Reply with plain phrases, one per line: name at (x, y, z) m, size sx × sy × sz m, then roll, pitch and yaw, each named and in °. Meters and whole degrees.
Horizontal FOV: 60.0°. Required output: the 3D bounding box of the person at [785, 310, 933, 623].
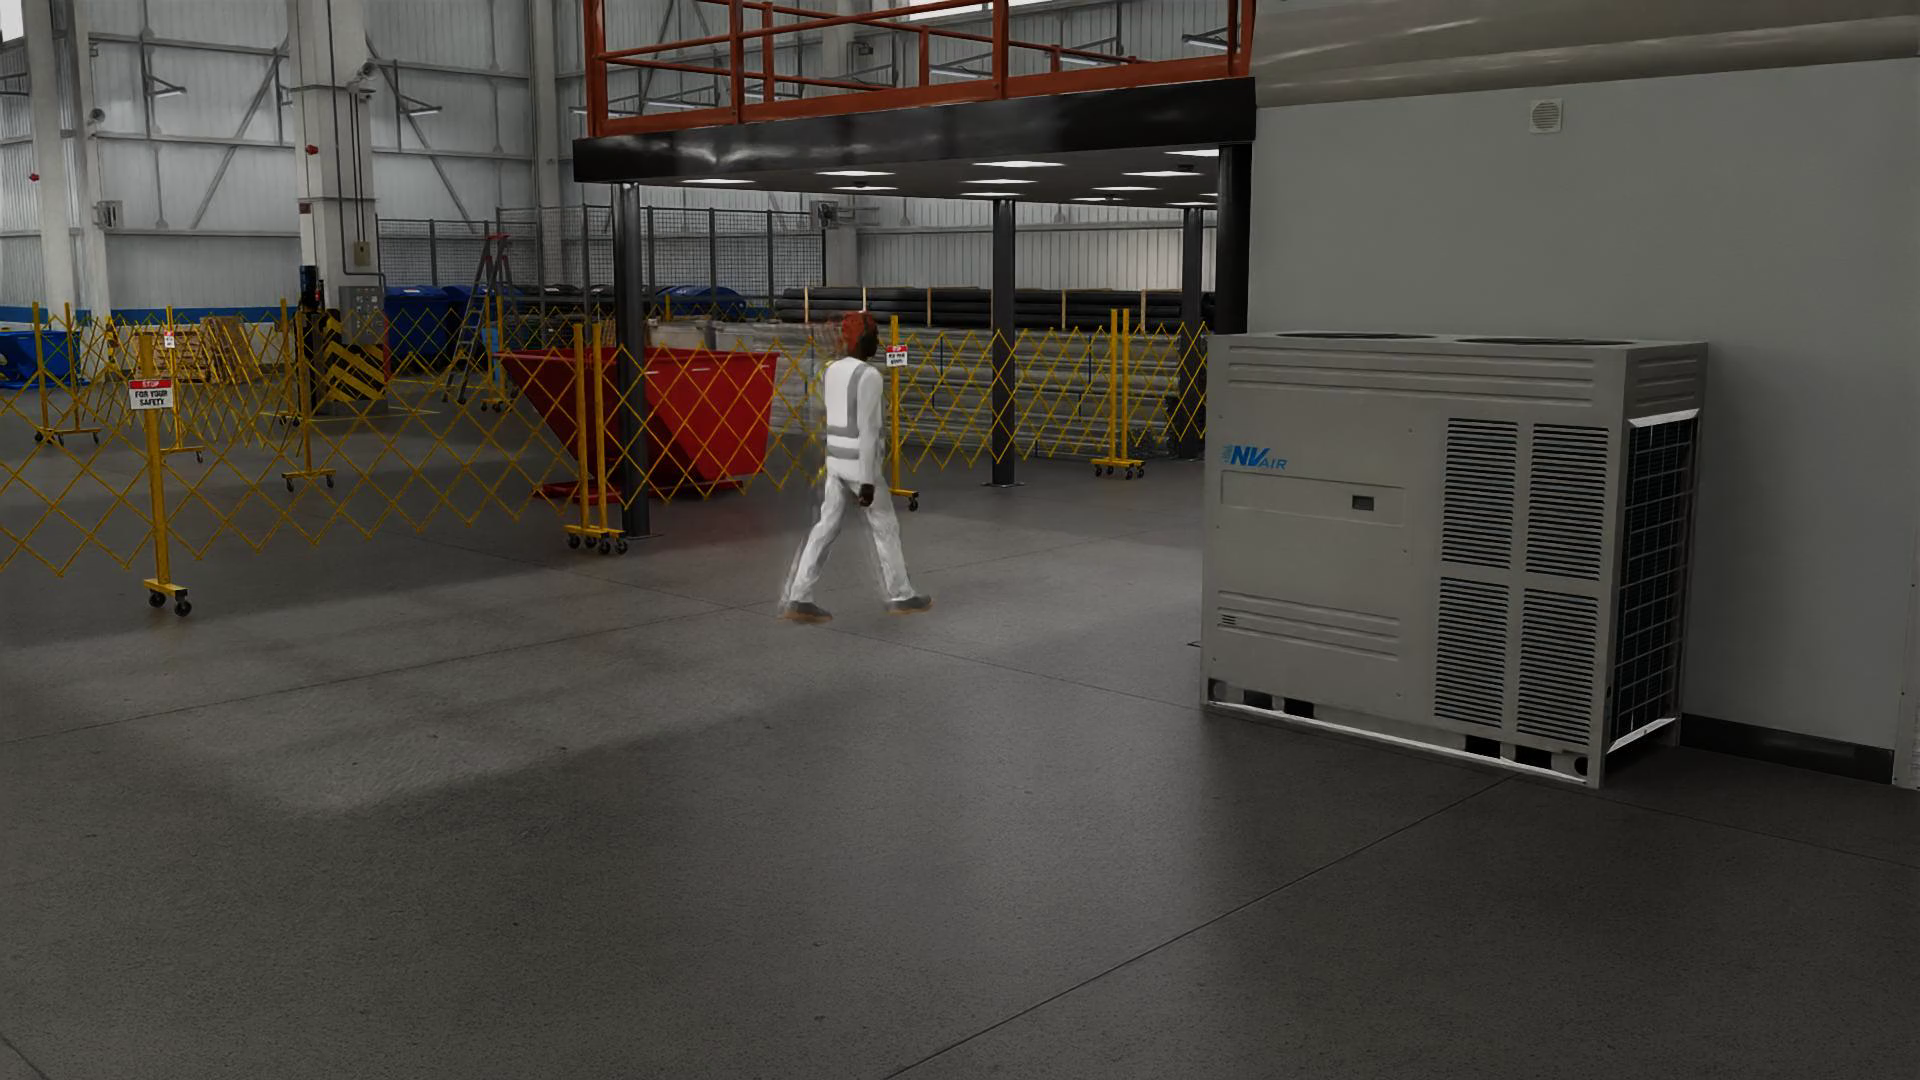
person at (-0.631, -0.425, 9.763) m, size 0.976 × 1.838 × 0.593 m, roll -7°, pitch 11°, yaw -35°
